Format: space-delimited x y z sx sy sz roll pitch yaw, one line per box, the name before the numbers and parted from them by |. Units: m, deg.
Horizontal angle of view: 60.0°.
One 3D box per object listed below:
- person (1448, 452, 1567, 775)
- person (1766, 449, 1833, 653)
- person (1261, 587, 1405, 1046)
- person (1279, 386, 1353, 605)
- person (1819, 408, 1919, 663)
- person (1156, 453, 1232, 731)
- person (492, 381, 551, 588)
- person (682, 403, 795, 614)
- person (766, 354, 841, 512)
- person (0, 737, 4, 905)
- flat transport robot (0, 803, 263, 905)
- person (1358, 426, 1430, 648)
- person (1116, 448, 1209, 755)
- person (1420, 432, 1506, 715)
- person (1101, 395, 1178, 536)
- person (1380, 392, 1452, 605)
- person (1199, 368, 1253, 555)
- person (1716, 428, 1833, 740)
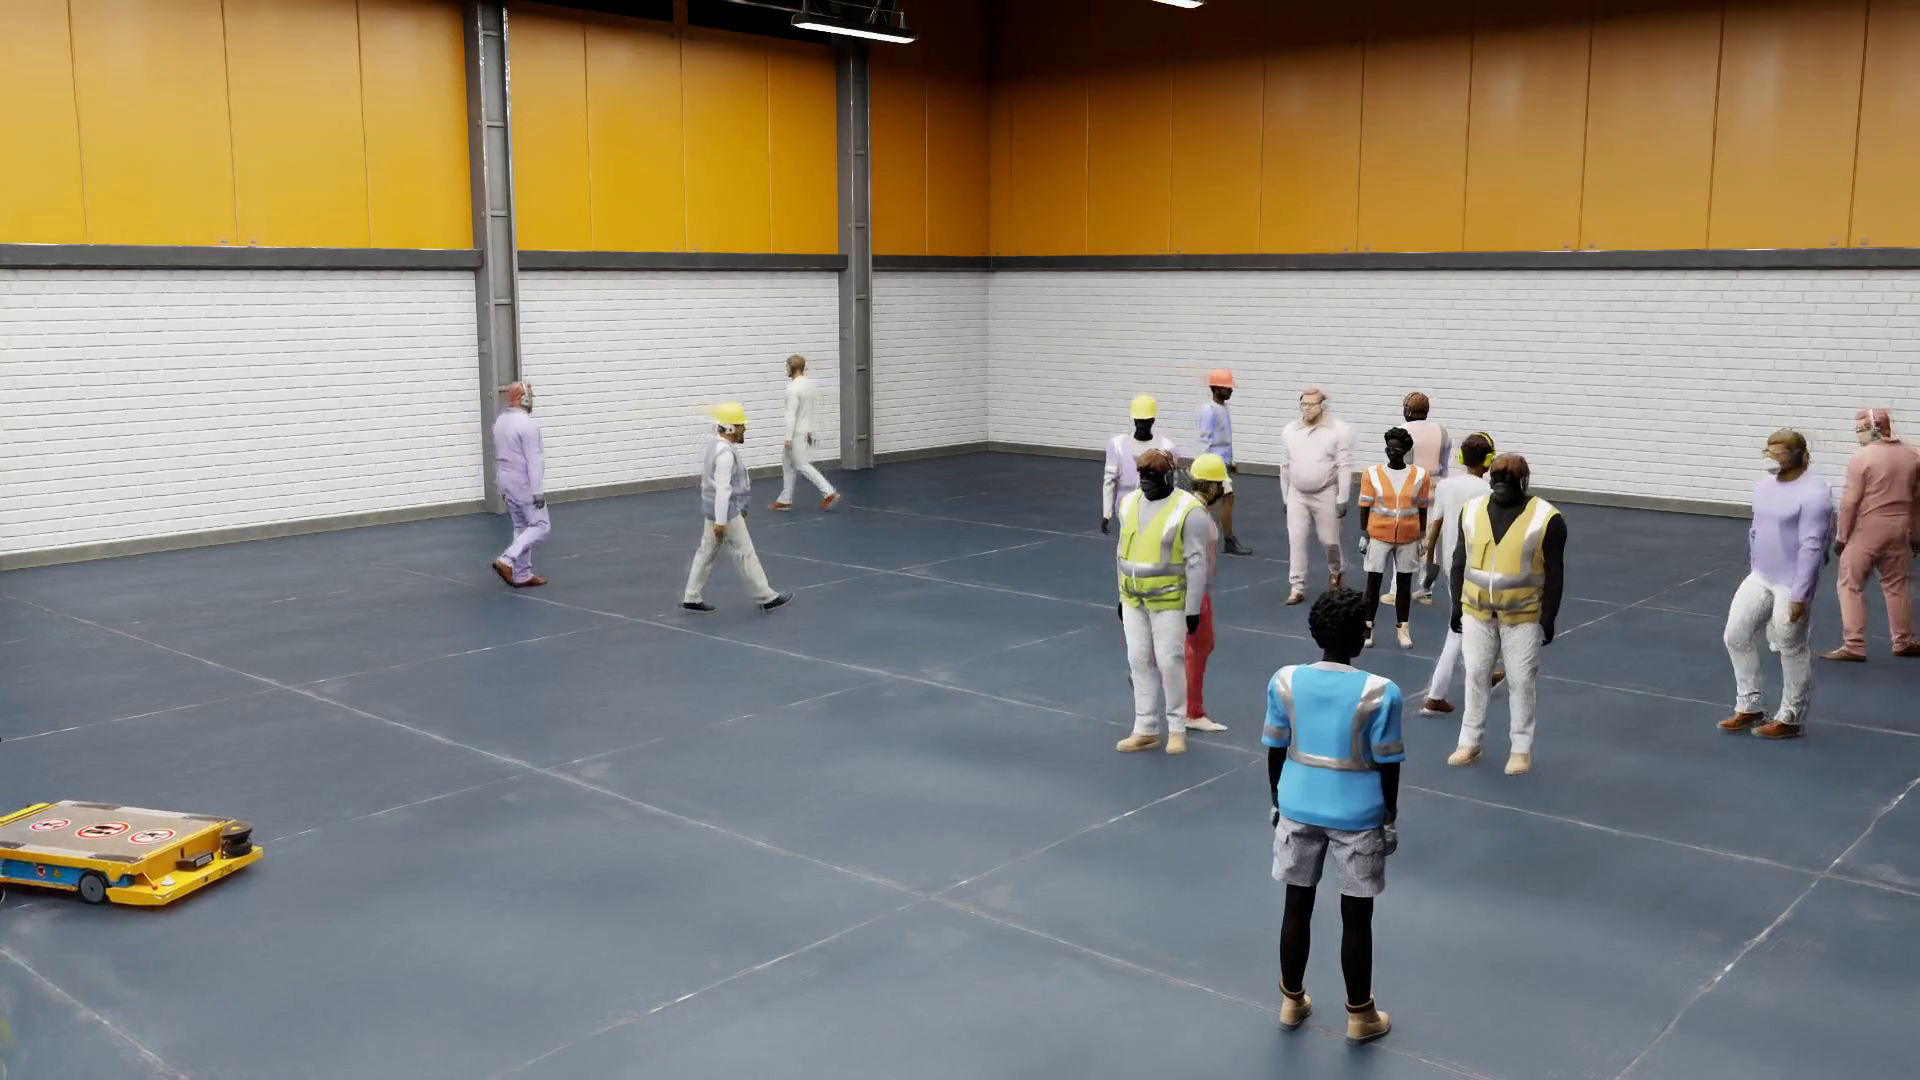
person | 3.092 0.413 9.494 0.632 1.840 0.429 7 11 37
person | 6.100 0.098 12.199 0.522 1.608 0.786 4 10 25
person | 1.378 1.013 6.161 0.535 1.699 0.321 6 11 33
person | 3.102 -0.400 14.470 0.647 1.889 0.762 5 10 28
person | 6.822 -0.038 12.256 0.879 1.877 0.393 -3 9 -17
person | 1.404 0.326 10.348 0.545 1.751 0.524 2 9 13
person | -3.966 -0.479 14.931 0.506 1.889 0.668 -8 12 -39
person | -1.899 -0.254 13.870 0.946 1.778 0.608 -3 9 -18
person | -1.875 -1.274 19.892 0.916 1.909 0.637 2 9 11
person | -4.514 0.774 7.252 0.614 1.831 0.404 -3 9 -16
flat transport robot | -4.115 1.456 7.856 1.431 0.197 0.652 3 9 16
person | 3.290 -0.017 12.633 0.539 1.698 0.319 1 9 6
person | 1.169 0.364 9.854 0.438 1.829 0.636 -9 13 -44
person | 3.350 0.204 10.864 0.997 1.817 0.551 -7 12 -39
person | 1.477 -0.251 13.549 0.582 1.887 0.988 3 9 17
person | 3.878 -0.349 14.273 0.627 1.844 0.429 -3 10 -19
person | 2.550 -0.813 16.996 0.905 1.911 0.548 4 10 25
person | 4.893 0.281 10.062 0.626 1.919 0.662 -2 9 -12
